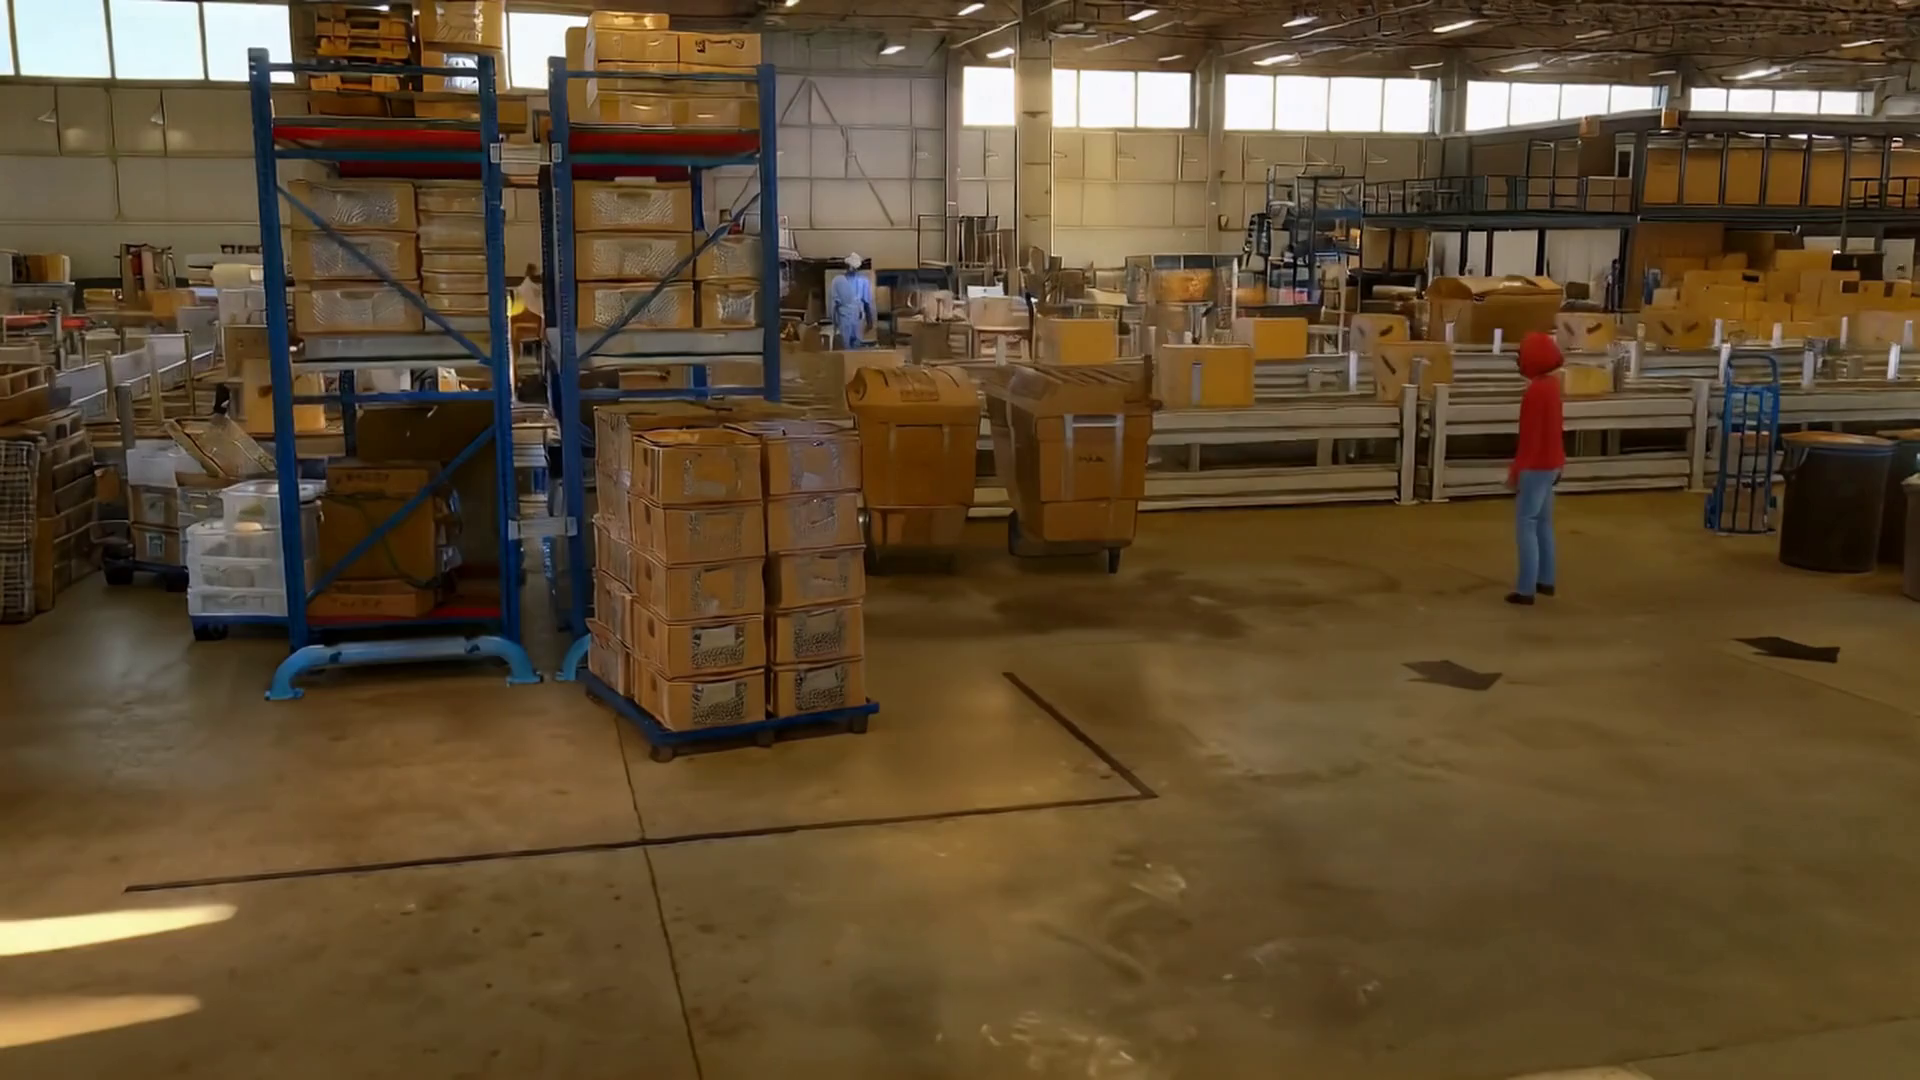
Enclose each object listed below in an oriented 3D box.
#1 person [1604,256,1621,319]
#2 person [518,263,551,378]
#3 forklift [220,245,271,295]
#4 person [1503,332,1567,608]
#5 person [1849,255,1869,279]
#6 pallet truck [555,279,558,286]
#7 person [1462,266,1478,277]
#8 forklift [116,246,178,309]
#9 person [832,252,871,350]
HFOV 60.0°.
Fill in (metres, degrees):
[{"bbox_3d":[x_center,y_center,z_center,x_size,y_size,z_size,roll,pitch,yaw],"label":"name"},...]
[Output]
[{"bbox_3d":[19.209,-7.420,48.910,0.505,1.842,0.345,-2,10,-13],"label":"person"},{"bbox_3d":[-6.740,-3.507,26.742,0.486,1.869,0.695,5,11,25],"label":"person"},{"bbox_3d":[-17.749,-6.334,41.440,1.157,1.987,2.680,-3,10,-17],"label":"forklift"},{"bbox_3d":[3.428,-0.418,9.872,0.321,1.623,0.539,7,12,33],"label":"person"},{"bbox_3d":[24.392,-6.809,45.237,0.591,1.919,0.392,-3,11,-17],"label":"person"},{"bbox_3d":[-10.604,-6.375,44.520,0.653,1.274,1.630,-3,10,-15],"label":"pallet truck"},{"bbox_3d":[8.785,-3.793,28.554,0.610,1.790,0.635,3,10,16],"label":"person"},{"bbox_3d":[-19.966,-6.232,40.894,1.157,1.987,2.680,-3,10,-15],"label":"forklift"},{"bbox_3d":[-1.653,-3.406,25.613,0.609,2.043,0.397,-5,11,-25],"label":"person"}]
